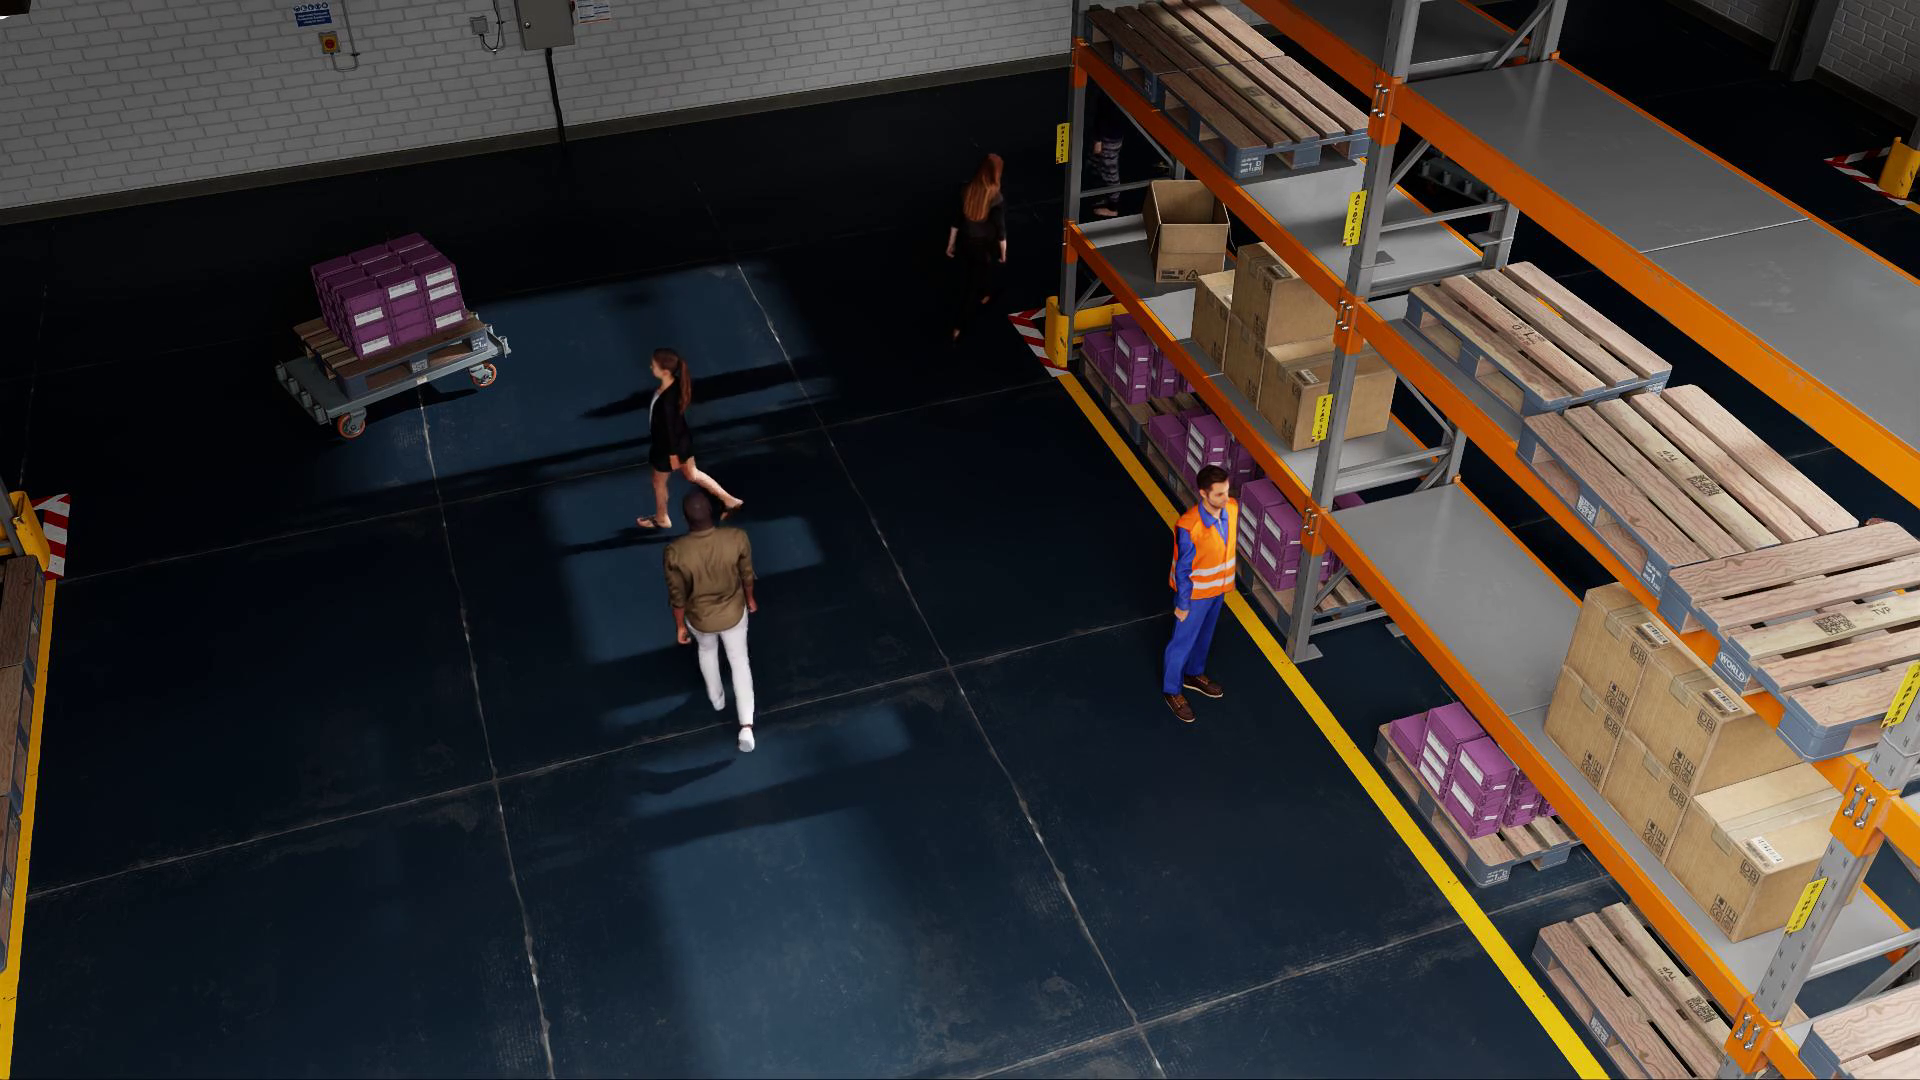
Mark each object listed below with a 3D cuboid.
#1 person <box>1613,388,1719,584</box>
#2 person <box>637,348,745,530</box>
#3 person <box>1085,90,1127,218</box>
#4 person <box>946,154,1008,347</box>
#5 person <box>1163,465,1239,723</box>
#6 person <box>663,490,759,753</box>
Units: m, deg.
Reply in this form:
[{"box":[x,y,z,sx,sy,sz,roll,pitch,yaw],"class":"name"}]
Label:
[{"box":[4.749,-0.274,11.133,0.631,1.757,0.537,-15,41,-17],"class":"person"},{"box":[-1.960,-0.694,11.840,0.877,1.531,1.033,2,39,2],"class":"person"},{"box":[1.490,-3.821,15.599,0.804,1.727,0.720,9,39,11],"class":"person"},{"box":[0.096,-2.370,13.834,1.130,1.662,1.103,21,43,24],"class":"person"},{"box":[1.496,0.297,10.332,0.763,1.864,0.775,32,48,33],"class":"person"},{"box":[-1.461,0.503,10.129,0.798,1.797,1.100,-8,39,-10],"class":"person"}]
